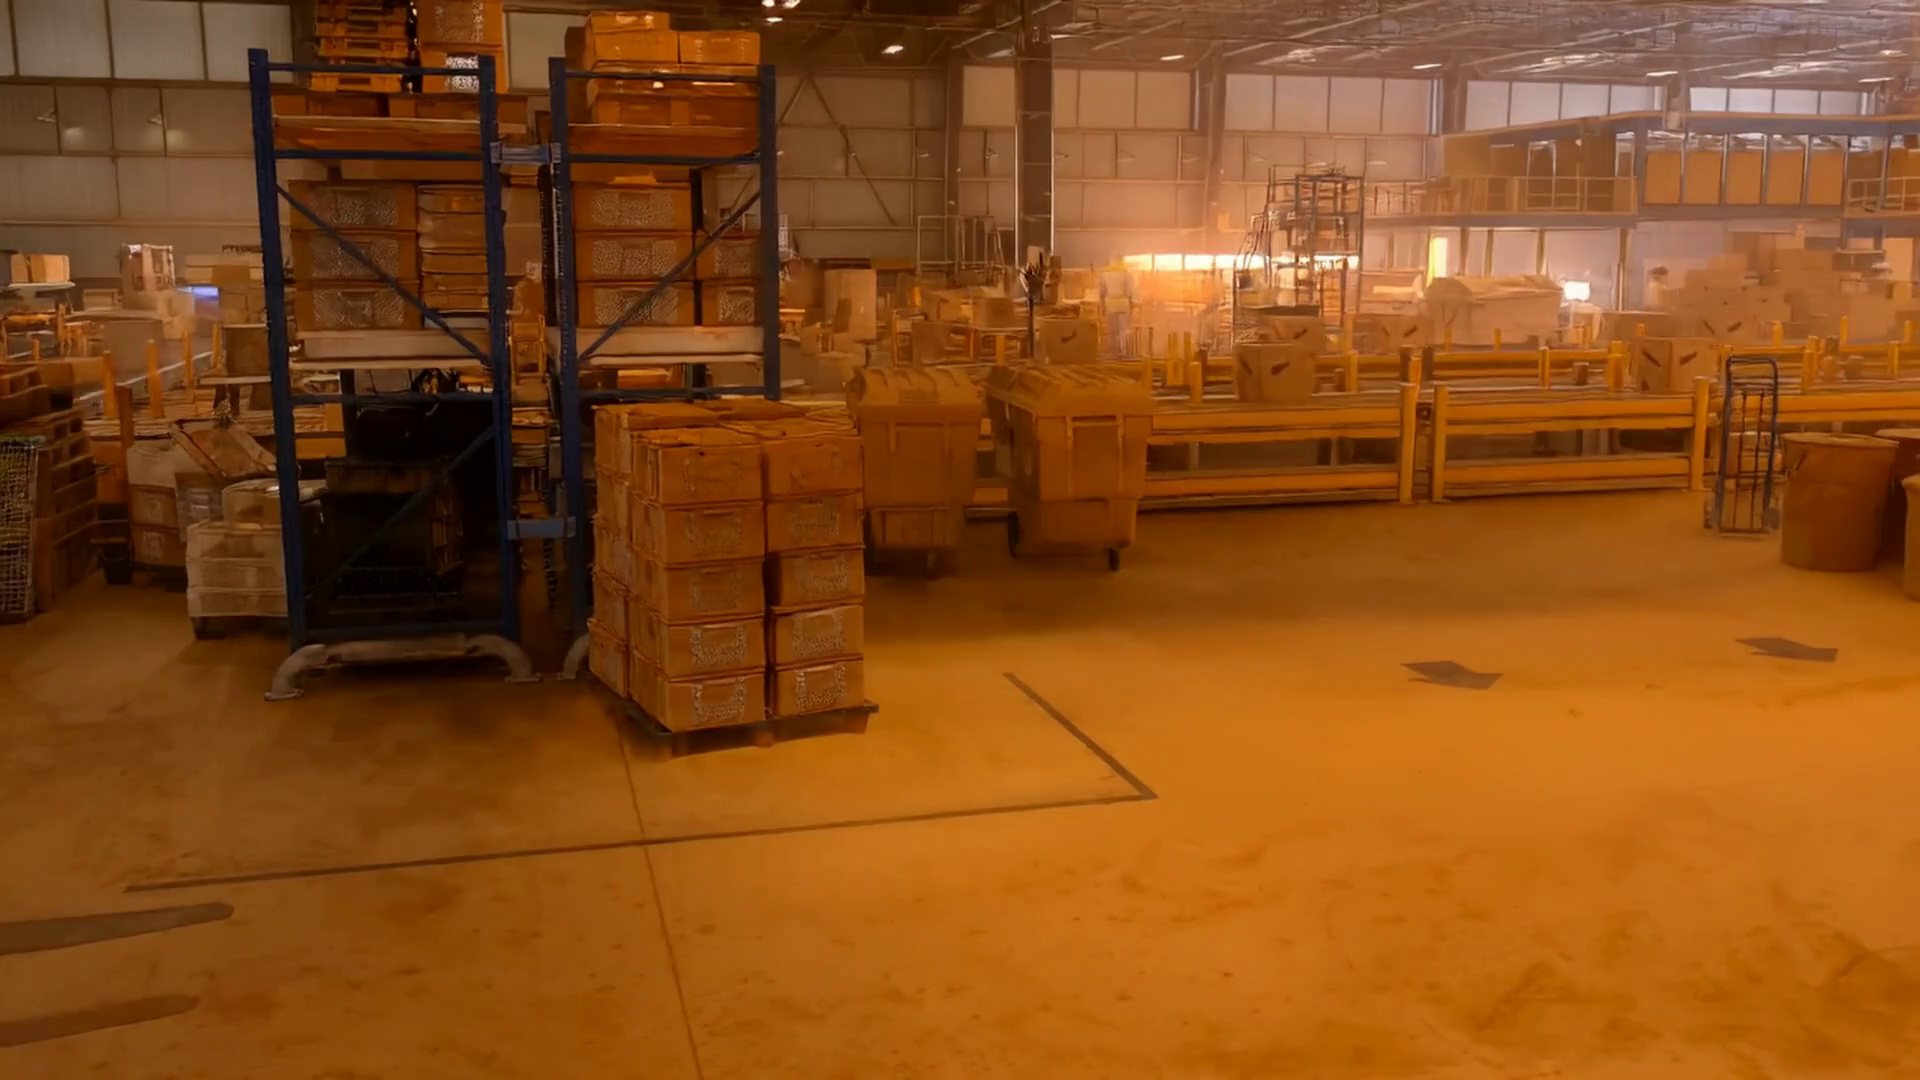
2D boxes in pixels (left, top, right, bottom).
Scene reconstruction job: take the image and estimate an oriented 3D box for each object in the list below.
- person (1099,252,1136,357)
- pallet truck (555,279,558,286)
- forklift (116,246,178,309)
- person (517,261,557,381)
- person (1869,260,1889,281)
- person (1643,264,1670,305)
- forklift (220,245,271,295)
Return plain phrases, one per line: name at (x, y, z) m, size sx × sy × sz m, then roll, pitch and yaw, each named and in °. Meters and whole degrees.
person at (2.836, -4.169, 29.996) m, size 0.654 × 2.018 × 0.442 m, roll 0°, pitch 10°, yaw 3°
pallet truck at (-10.604, -6.375, 44.520) m, size 0.653 × 1.274 × 1.630 m, roll -3°, pitch 10°, yaw -15°
forklift at (-19.966, -6.232, 40.894) m, size 1.157 × 1.987 × 2.680 m, roll -3°, pitch 10°, yaw -15°
person at (-6.681, -3.450, 26.280) m, size 0.646 × 1.900 × 0.399 m, roll 1°, pitch 10°, yaw 4°
person at (14.757, -3.576, 26.973) m, size 0.930 × 1.896 × 0.570 m, roll 5°, pitch 11°, yaw 27°
person at (11.983, -3.874, 28.904) m, size 0.682 × 1.817 × 0.602 m, roll 4°, pitch 11°, yaw 23°
forklift at (-17.749, -6.334, 41.440) m, size 1.157 × 1.987 × 2.680 m, roll -3°, pitch 10°, yaw -17°
